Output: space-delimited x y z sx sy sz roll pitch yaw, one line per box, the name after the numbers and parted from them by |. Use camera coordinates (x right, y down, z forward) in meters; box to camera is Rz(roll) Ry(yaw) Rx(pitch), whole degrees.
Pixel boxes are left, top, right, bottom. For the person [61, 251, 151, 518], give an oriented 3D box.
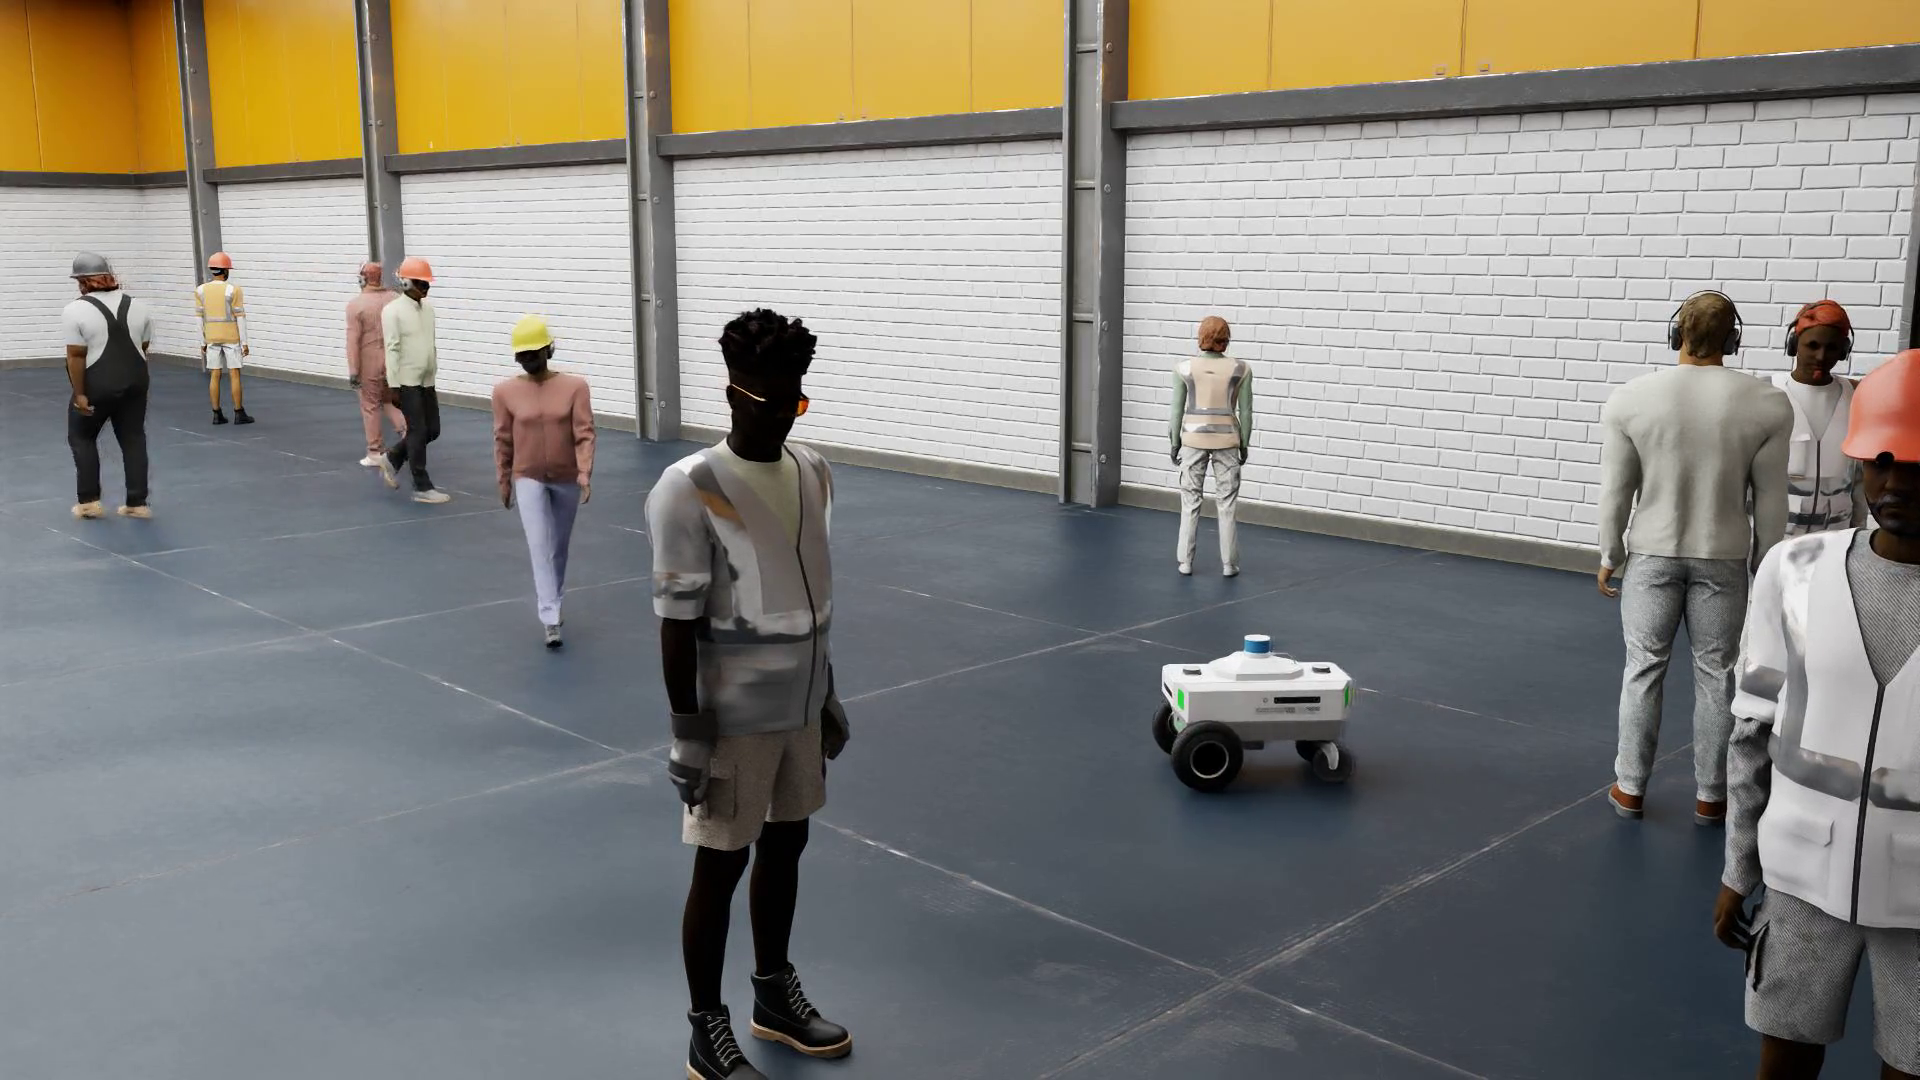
-6.475 -1.178 12.570 0.683 2.000 0.689 7 13 34 | person

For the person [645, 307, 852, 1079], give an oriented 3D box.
-0.492 0.408 4.142 0.379 1.956 0.613 7 12 33 | person

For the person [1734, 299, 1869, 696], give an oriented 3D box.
3.291 0.003 6.556 0.574 1.883 0.360 0 10 2 | person

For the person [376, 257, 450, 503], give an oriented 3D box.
-4.440 -1.281 13.338 0.687 1.968 0.618 4 11 20 | person

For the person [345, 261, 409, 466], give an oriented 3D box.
-5.344 -1.608 15.298 0.515 1.894 0.663 7 13 35 | person

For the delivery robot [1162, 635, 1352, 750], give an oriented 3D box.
1.170 0.618 6.574 0.707 0.478 0.477 -1 10 -4 | delivery robot

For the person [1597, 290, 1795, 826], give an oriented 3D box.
2.633 0.073 6.023 0.635 1.939 0.367 4 11 21 | person

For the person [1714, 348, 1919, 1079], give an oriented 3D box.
1.652 0.626 3.006 0.542 1.939 0.366 9 14 40 | person

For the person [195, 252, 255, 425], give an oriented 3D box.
-8.313 -2.269 18.801 0.550 1.935 0.376 0 10 2 | person

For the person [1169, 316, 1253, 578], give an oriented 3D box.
1.559 -0.576 10.398 0.512 1.634 0.310 2 11 11 | person

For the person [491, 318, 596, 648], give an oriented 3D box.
-2.193 -0.321 8.807 0.517 1.703 0.929 -4 11 -19 | person
